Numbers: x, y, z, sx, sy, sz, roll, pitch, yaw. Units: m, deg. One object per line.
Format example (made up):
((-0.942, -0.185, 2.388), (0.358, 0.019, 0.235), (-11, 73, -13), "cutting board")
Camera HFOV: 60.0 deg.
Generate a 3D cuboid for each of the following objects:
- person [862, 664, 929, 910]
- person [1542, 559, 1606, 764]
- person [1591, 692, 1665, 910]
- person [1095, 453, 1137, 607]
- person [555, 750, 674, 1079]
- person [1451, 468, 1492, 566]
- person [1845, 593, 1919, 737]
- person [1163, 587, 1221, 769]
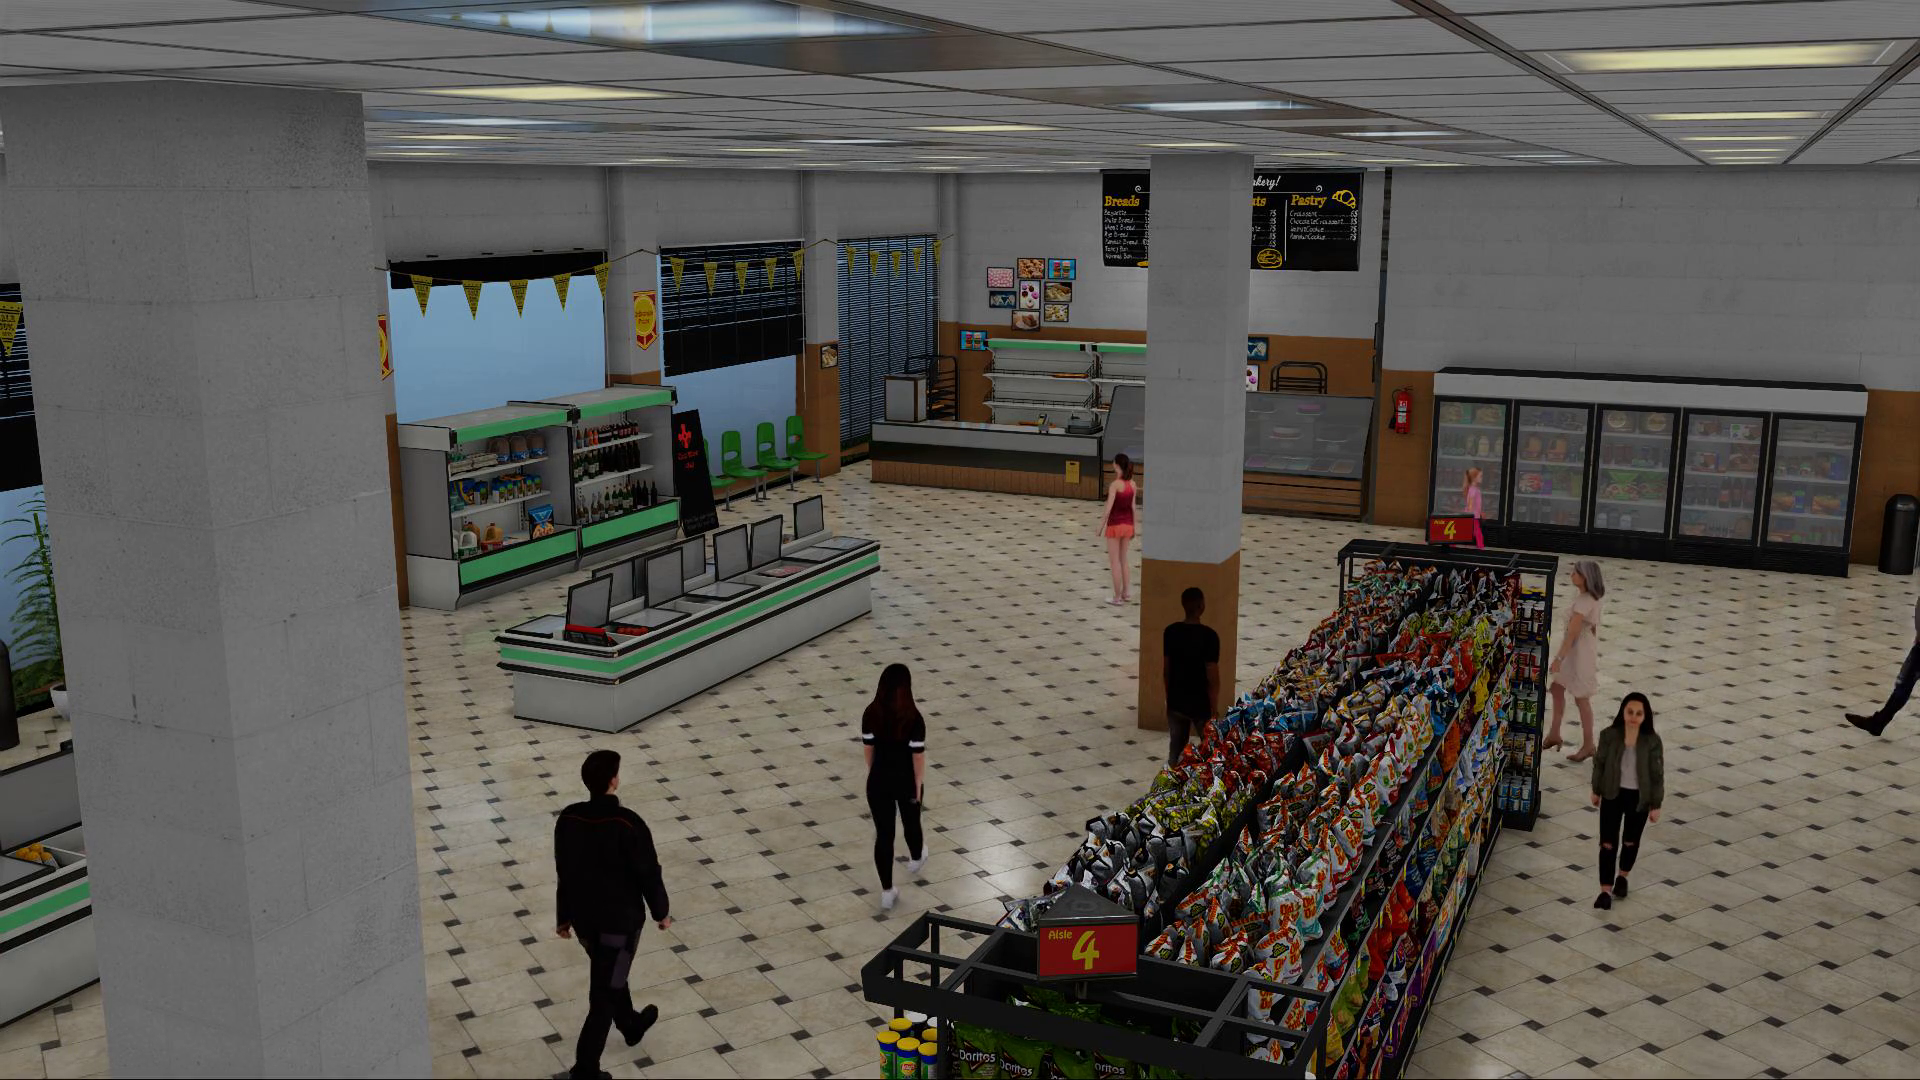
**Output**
((-0.465, 1.647, 11.019), (0.767, 1.609, 1.074), (2, 12, 10), "person")
((5.198, 1.022, 13.713), (0.674, 1.722, 0.689), (6, 13, 26), "person")
((4.449, 1.713, 11.095), (0.610, 1.448, 0.877), (6, 13, 26), "person")
((1.841, -0.119, 19.073), (0.673, 1.746, 0.742), (-9, 15, -38), "person")
((-1.899, 2.041, 8.704), (0.726, 1.791, 1.130), (5, 13, 24), "person")
((6.428, -0.289, 21.098), (0.656, 1.244, 0.865), (3, 12, 15), "person")
((8.319, 0.886, 14.014), (1.005, 1.864, 1.181), (10, 16, 40), "person")
((1.676, 1.258, 12.424), (0.746, 1.791, 0.783), (8, 14, 34), "person")
